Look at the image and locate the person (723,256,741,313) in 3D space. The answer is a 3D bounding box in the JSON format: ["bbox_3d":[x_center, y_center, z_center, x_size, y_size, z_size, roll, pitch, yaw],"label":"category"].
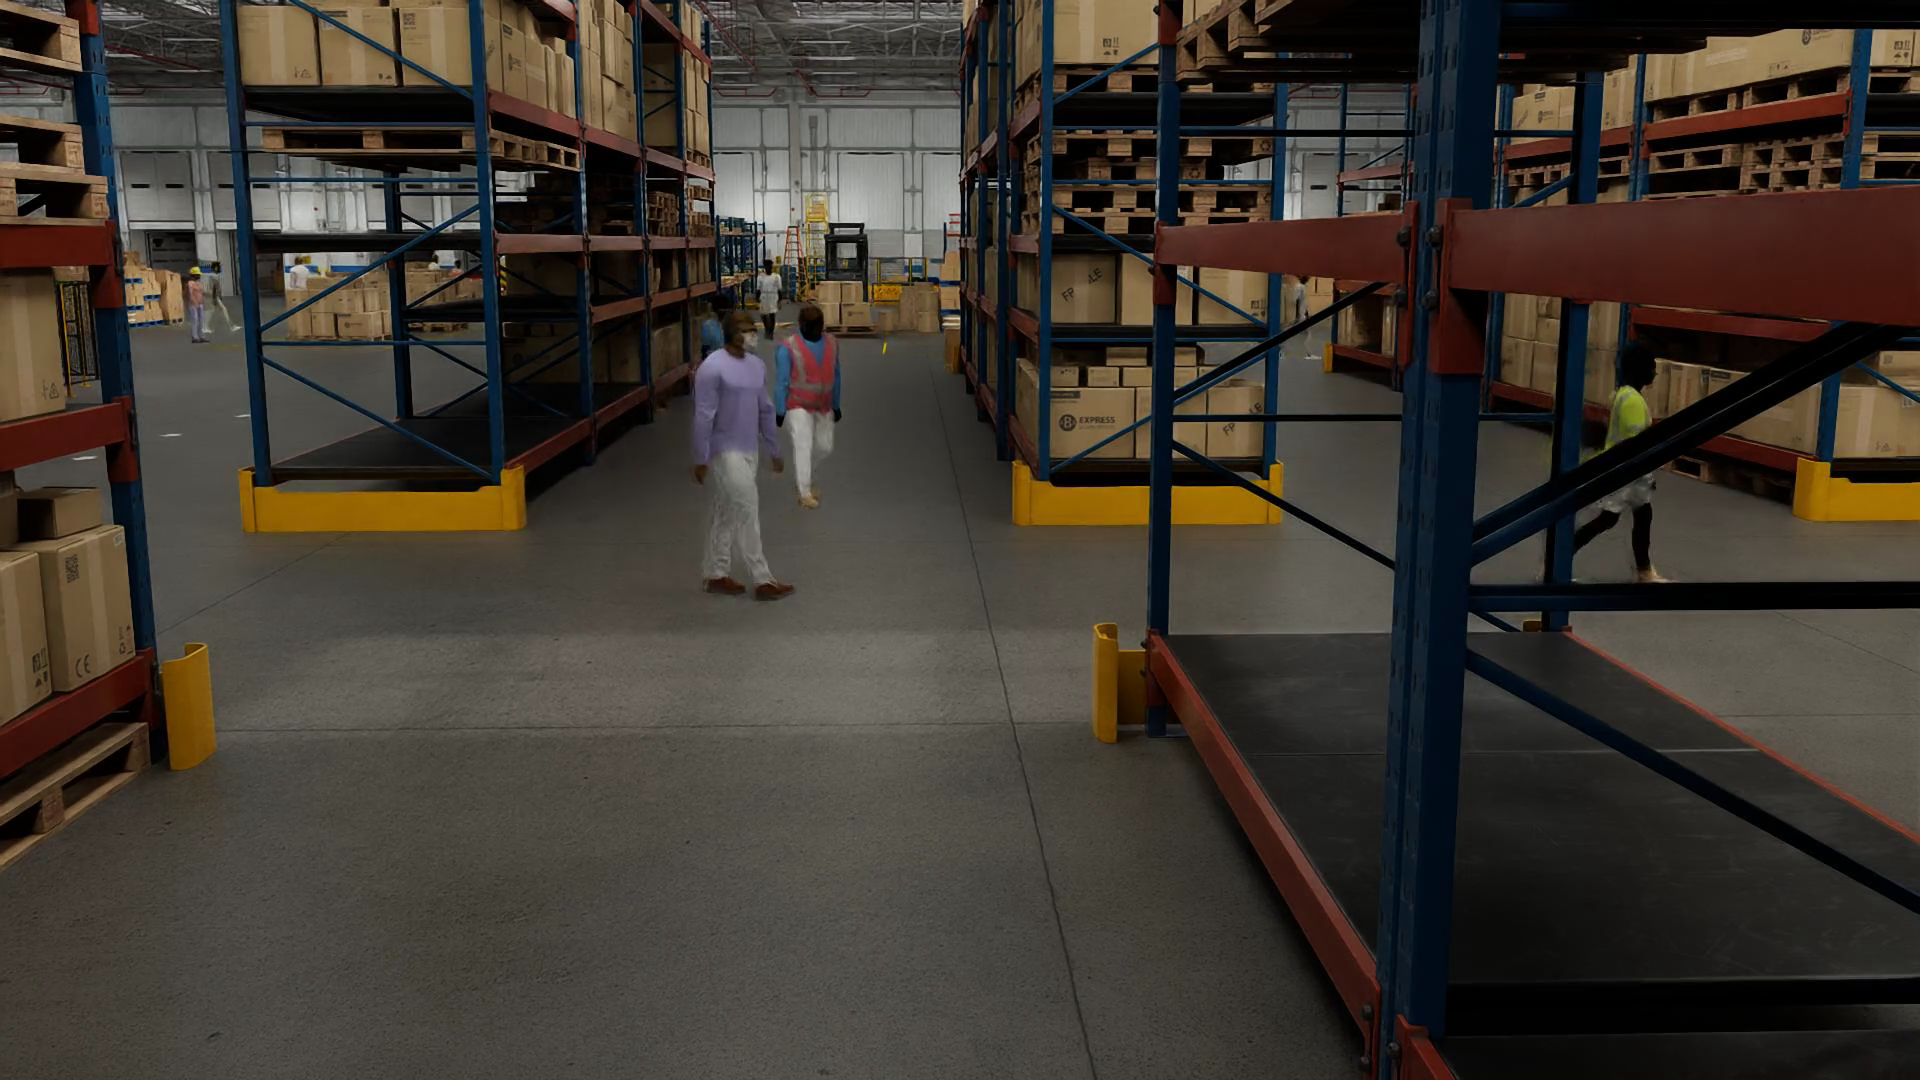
[{"bbox_3d":[-7.479,-8.396,54.688,0.626,1.867,0.969,-7,12,-35],"label":"person"}]

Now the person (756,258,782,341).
[{"bbox_3d":[-4.508,-5.705,39.490,0.654,1.960,0.583,1,10,8],"label":"person"}]

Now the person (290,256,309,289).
[{"bbox_3d":[-19.679,-7.520,49.704,0.675,1.918,0.638,5,11,27],"label":"person"}]

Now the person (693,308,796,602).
[{"bbox_3d":[-1.345,-0.544,10.851,0.885,1.906,0.661,5,11,27],"label":"person"}]

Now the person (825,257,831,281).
[{"bbox_3d":[-4.208,-8.444,54.823,0.372,1.923,0.595,7,12,34],"label":"person"}]

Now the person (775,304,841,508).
[{"bbox_3d":[-1.369,-1.190,14.760,0.645,1.809,0.631,-7,13,-35],"label":"person"}]

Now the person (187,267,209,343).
[{"bbox_3d":[-17.728,-5.458,38.636,0.318,1.767,0.530,1,10,7],"label":"person"}]

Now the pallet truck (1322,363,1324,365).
[{"bbox_3d":[7.712,-4.157,30.737,1.885,1.965,0.823,3,11,16],"label":"pallet truck"}]

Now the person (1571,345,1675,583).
[{"bbox_3d":[4.422,-0.488,11.218,0.795,1.667,0.533,4,11,23],"label":"person"}]

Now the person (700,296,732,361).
[{"bbox_3d":[-2.921,-2.166,20.512,0.569,1.694,0.419,-3,11,-18],"label":"person"}]

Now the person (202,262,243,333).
[{"bbox_3d":[-19.157,-6.257,42.958,1.005,1.816,0.544,-7,12,-34],"label":"person"}]

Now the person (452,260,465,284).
[{"bbox_3d":[-18.463,-9.471,61.217,0.471,1.685,0.543,10,14,43],"label":"person"}]

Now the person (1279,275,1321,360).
[{"bbox_3d":[6.751,-4.513,33.192,0.895,1.839,0.533,2,10,11],"label":"person"}]

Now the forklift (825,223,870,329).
[{"bbox_3d":[-2.934,-6.862,43.350,1.129,2.768,1.873,0,10,-2],"label":"forklift"}]

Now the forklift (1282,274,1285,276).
[{"bbox_3d":[12.240,-10.302,62.509,1.129,2.768,1.873,0,10,-2],"label":"forklift"}]

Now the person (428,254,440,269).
[{"bbox_3d":[-17.103,-8.334,54.212,0.375,1.935,0.629,-8,13,-38],"label":"person"}]
